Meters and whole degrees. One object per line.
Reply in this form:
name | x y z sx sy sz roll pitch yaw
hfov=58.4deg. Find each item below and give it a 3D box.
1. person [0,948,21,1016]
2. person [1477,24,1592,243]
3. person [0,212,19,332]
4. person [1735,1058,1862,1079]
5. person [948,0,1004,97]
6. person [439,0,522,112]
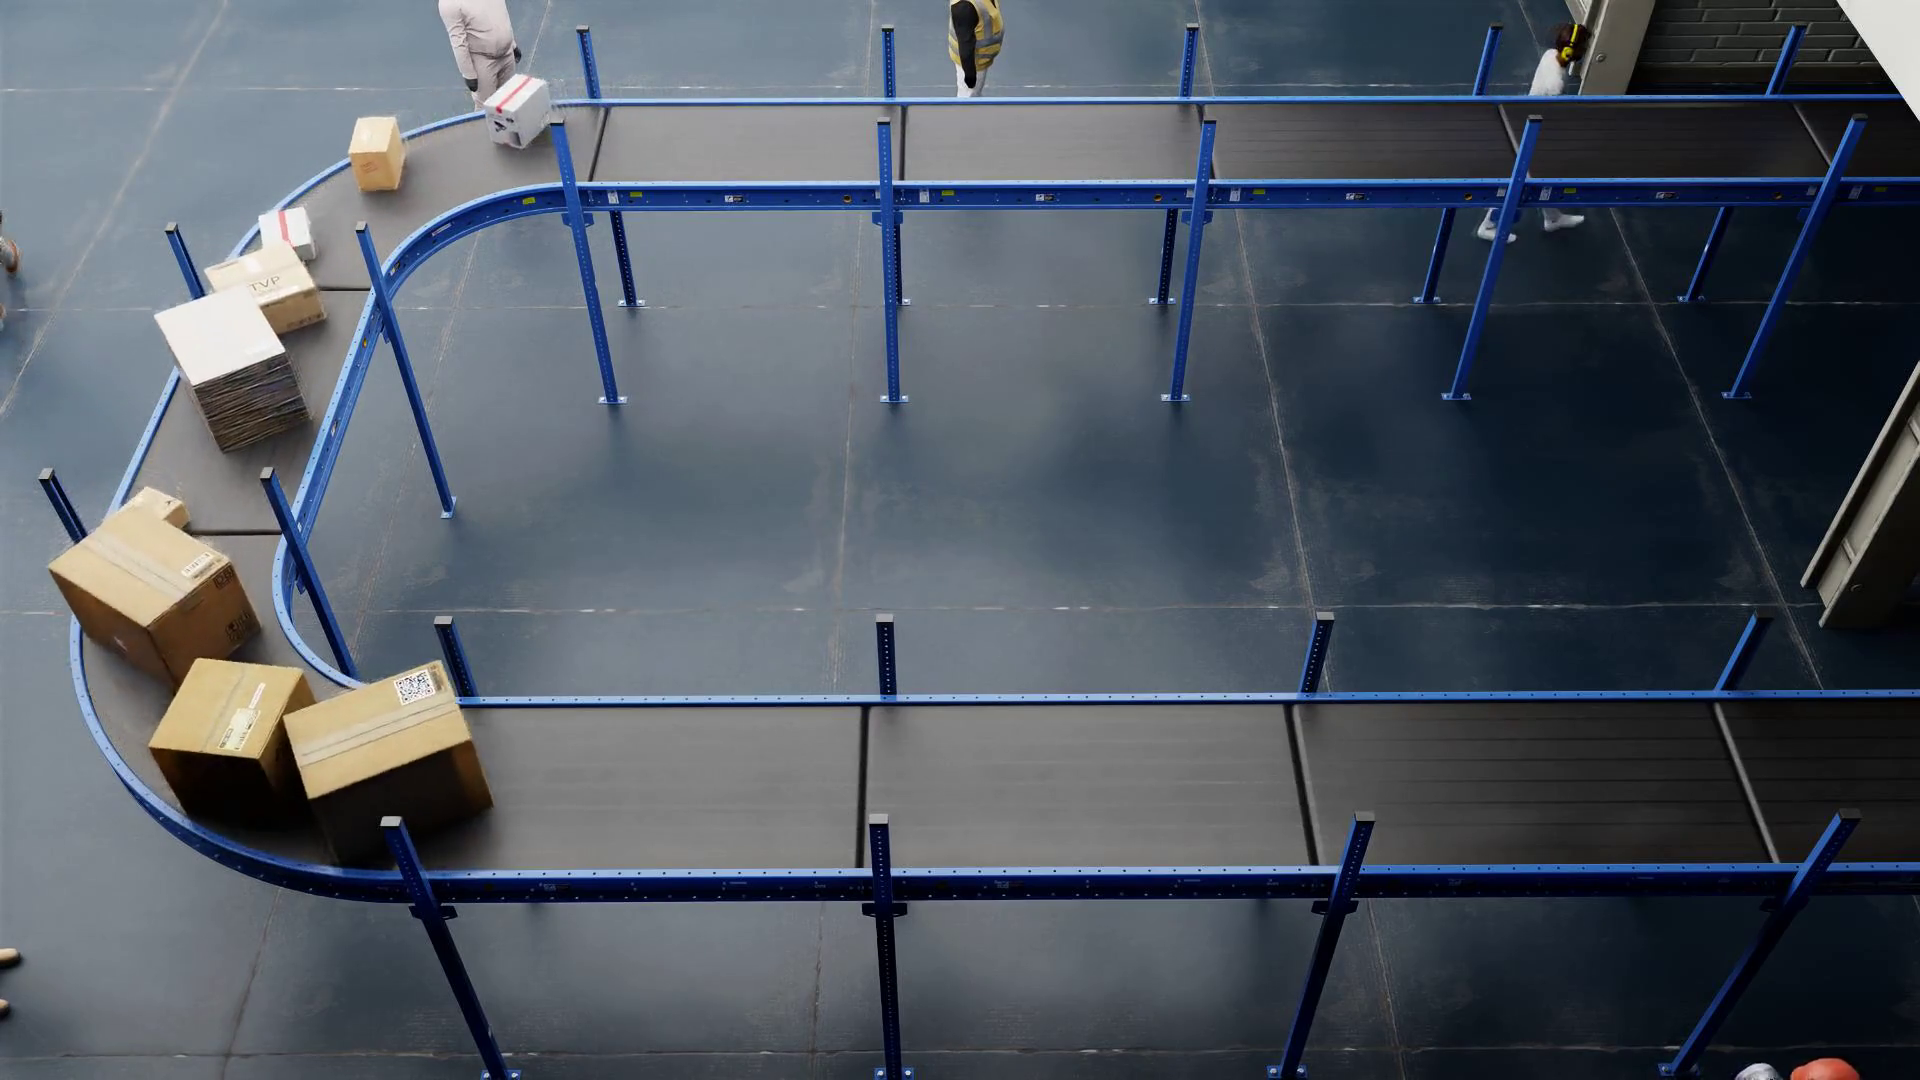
person | -5.130 1.765 8.467 0.320 1.697 0.531 -6 47 -6
person | 4.458 -3.008 12.836 0.852 1.829 0.566 7 47 7
person | -7.241 -2.474 12.284 0.643 1.897 0.970 -16 49 -14
person | 3.474 2.744 7.402 0.566 1.917 0.555 -3 47 -3
person | 0.132 -3.841 13.608 0.429 1.837 0.621 7 47 7
person | -3.693 -3.806 13.527 0.407 1.908 0.641 19 50 17
